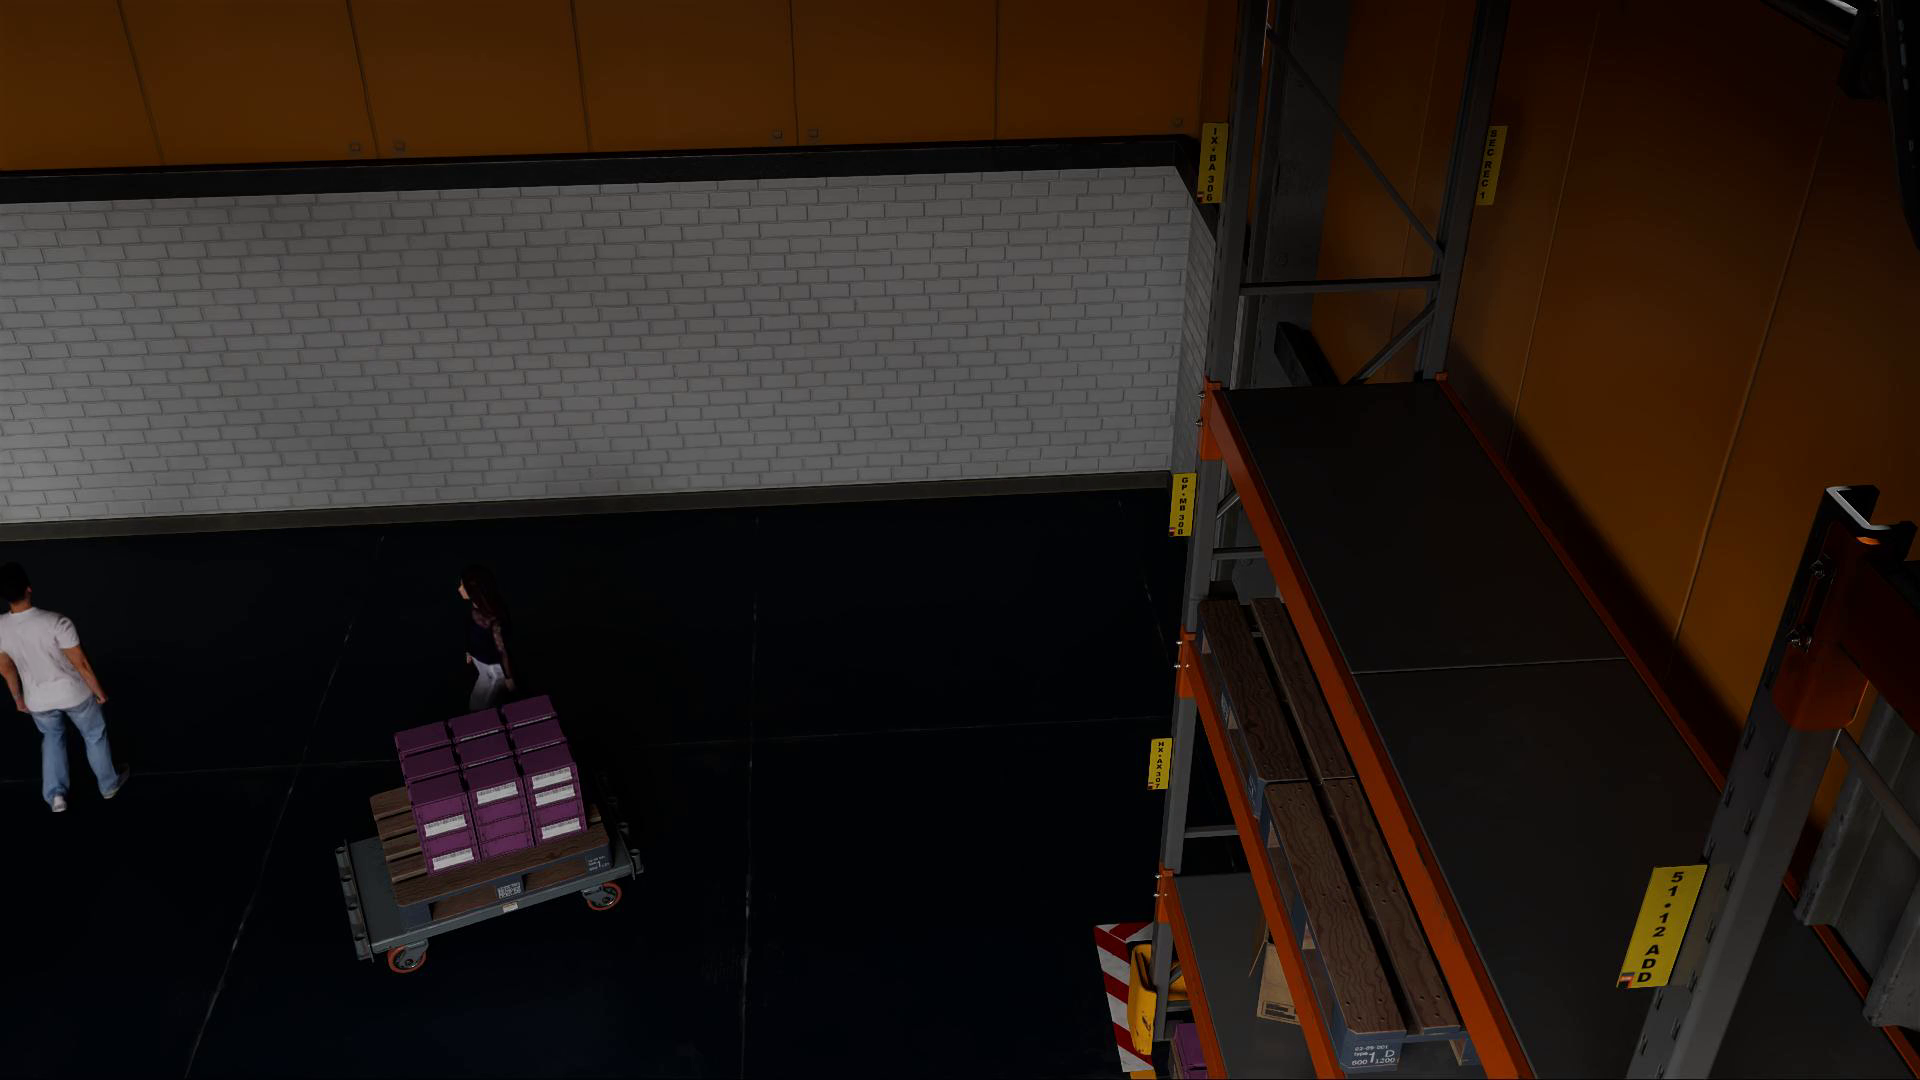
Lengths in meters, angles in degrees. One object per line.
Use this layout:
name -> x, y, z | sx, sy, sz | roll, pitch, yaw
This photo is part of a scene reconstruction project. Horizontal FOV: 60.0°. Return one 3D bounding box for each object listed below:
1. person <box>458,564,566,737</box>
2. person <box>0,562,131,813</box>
person -> -2.933, 0.816, 10.713 | 0.868, 1.567, 1.071 | -12, 36, -18
person -> -5.581, 0.962, 10.236 | 0.670, 1.851, 0.831 | -2, 34, -4
